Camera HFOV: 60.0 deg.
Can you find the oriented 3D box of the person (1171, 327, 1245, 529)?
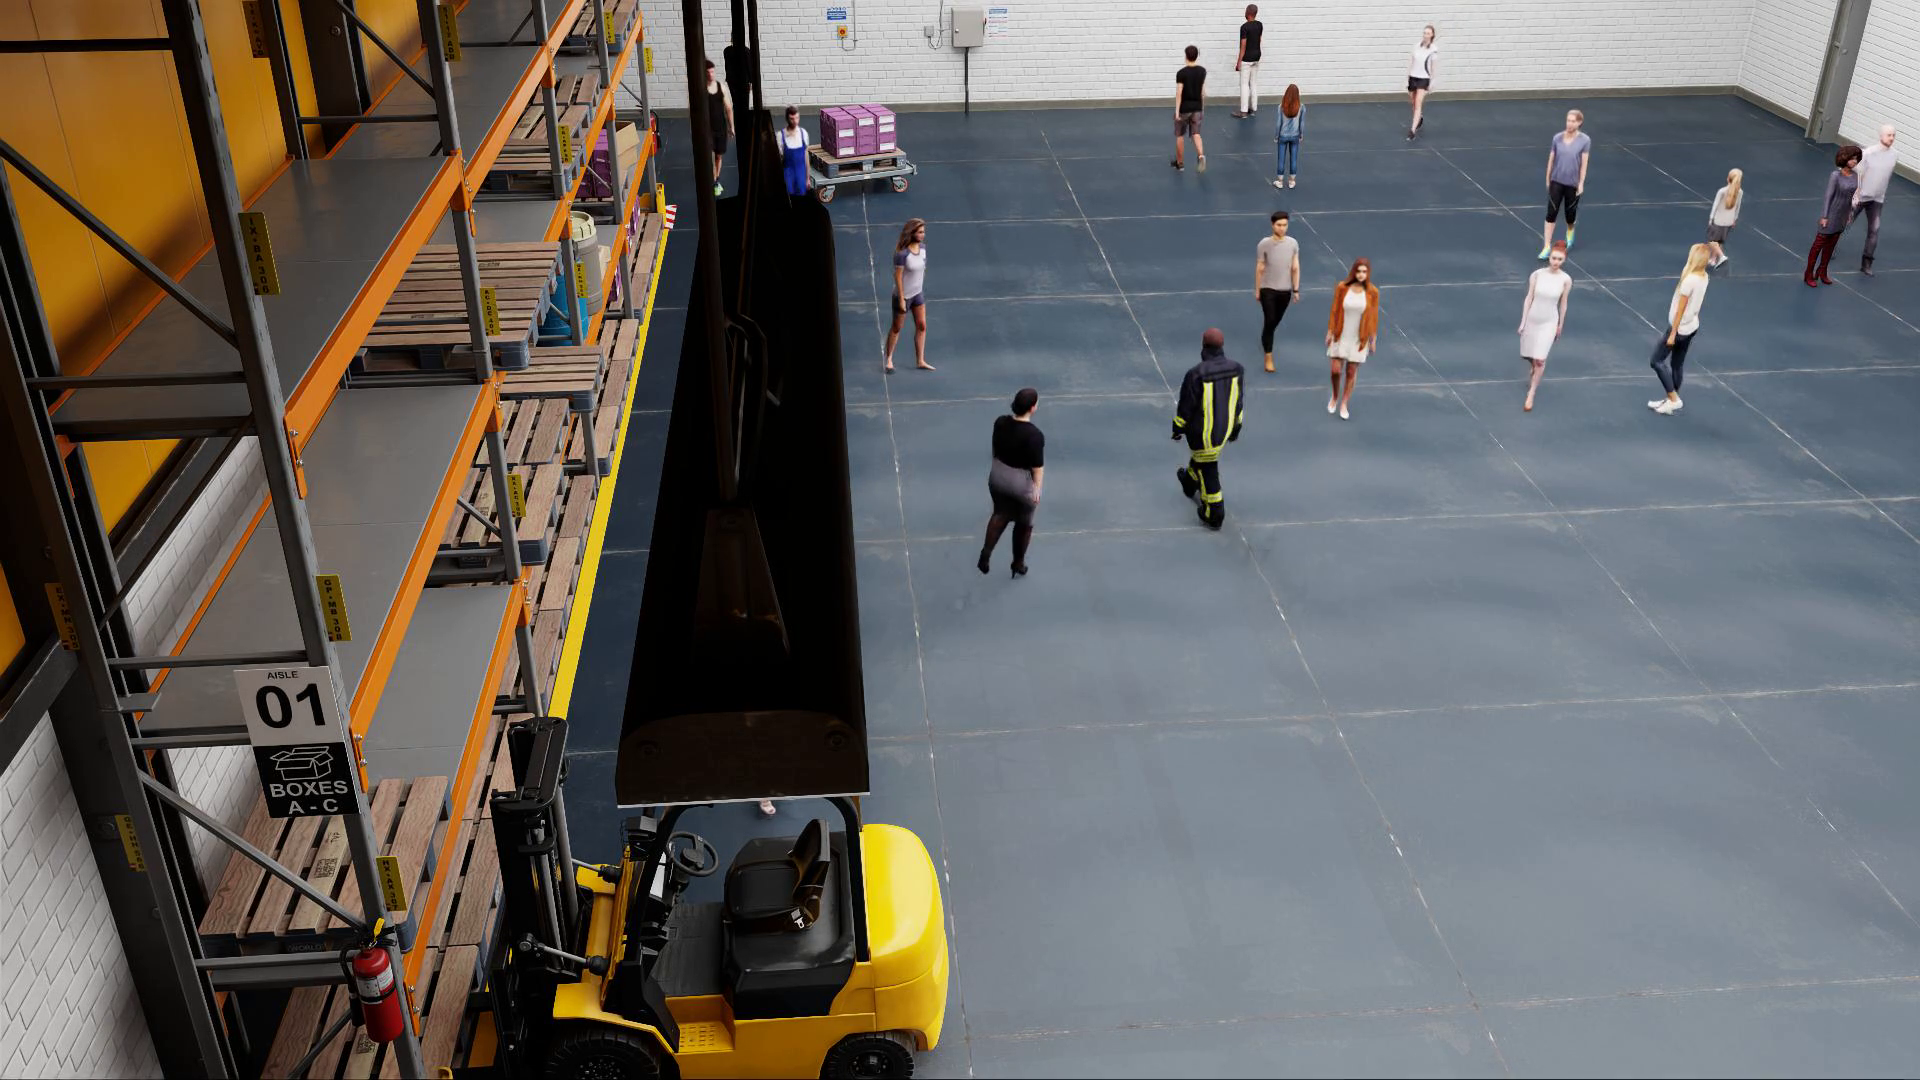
[{"bbox_3d":[2.251,-0.972,14.685,1.016,1.789,1.237,-13,31,-22],"label":"person"}]

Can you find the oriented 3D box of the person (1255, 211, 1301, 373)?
[{"bbox_3d":[3.423,-2.757,18.067,0.621,1.684,1.105,-2,29,-3],"label":"person"}]

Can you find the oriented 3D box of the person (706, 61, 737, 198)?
[{"bbox_3d":[-3.500,-5.842,23.534,0.881,1.865,1.080,-12,31,-21],"label":"person"}]

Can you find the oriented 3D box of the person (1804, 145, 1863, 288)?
[{"bbox_3d":[10.622,-3.943,20.214,0.638,1.711,0.605,-10,30,-18],"label":"person"}]

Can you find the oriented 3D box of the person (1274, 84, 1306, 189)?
[{"bbox_3d":[4.716,-5.791,23.845,0.588,1.477,0.536,1,29,2],"label":"person"}]

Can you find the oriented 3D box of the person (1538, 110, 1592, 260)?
[{"bbox_3d":[7.715,-4.522,21.115,1.038,1.864,1.169,17,33,28],"label":"person"}]

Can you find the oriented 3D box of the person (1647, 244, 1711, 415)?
[{"bbox_3d":[7.318,-2.075,16.692,0.762,1.804,0.808,-24,37,-37],"label":"person"}]

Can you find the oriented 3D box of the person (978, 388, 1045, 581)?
[{"bbox_3d":[0.408,-0.404,13.697,0.943,1.738,1.008,20,34,32],"label":"person"}]

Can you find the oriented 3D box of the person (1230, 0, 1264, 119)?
[{"bbox_3d":[4.753,-7.876,27.326,0.753,1.804,0.782,-22,35,-34],"label":"person"}]

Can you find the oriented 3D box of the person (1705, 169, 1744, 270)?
[{"bbox_3d":[9.556,-3.988,20.766,0.553,1.260,0.739,-5,29,-10],"label":"person"}]

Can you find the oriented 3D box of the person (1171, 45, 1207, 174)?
[{"bbox_3d":[3.410,-6.275,24.353,0.796,1.841,1.080,-9,30,-16],"label":"person"}]

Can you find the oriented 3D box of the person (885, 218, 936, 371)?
[{"bbox_3d":[-0.614,-2.625,17.805,0.843,1.703,0.918,-21,35,-34],"label":"person"}]

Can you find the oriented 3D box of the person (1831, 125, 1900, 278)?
[{"bbox_3d":[11.256,-4.281,20.743,0.734,1.797,1.255,0,29,0],"label":"person"}]

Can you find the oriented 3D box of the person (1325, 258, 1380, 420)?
[{"bbox_3d":[3.940,-2.074,16.790,0.726,1.708,0.709,6,29,12],"label":"person"}]

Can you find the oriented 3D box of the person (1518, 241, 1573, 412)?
[{"bbox_3d":[5.933,-2.195,16.944,0.859,1.773,0.999,13,31,23],"label":"person"}]

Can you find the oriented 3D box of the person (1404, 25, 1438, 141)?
[{"bbox_3d":[7.264,-7.214,26.202,1.033,1.719,1.134,20,34,32],"label":"person"}]

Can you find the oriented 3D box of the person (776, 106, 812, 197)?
[{"bbox_3d":[-2.187,-4.714,21.495,0.850,1.836,0.997,-15,32,-26],"label":"person"}]

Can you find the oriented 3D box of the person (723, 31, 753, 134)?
[{"bbox_3d":[-3.468,-7.178,26.148,0.630,1.707,0.572,1,29,2],"label":"person"}]
